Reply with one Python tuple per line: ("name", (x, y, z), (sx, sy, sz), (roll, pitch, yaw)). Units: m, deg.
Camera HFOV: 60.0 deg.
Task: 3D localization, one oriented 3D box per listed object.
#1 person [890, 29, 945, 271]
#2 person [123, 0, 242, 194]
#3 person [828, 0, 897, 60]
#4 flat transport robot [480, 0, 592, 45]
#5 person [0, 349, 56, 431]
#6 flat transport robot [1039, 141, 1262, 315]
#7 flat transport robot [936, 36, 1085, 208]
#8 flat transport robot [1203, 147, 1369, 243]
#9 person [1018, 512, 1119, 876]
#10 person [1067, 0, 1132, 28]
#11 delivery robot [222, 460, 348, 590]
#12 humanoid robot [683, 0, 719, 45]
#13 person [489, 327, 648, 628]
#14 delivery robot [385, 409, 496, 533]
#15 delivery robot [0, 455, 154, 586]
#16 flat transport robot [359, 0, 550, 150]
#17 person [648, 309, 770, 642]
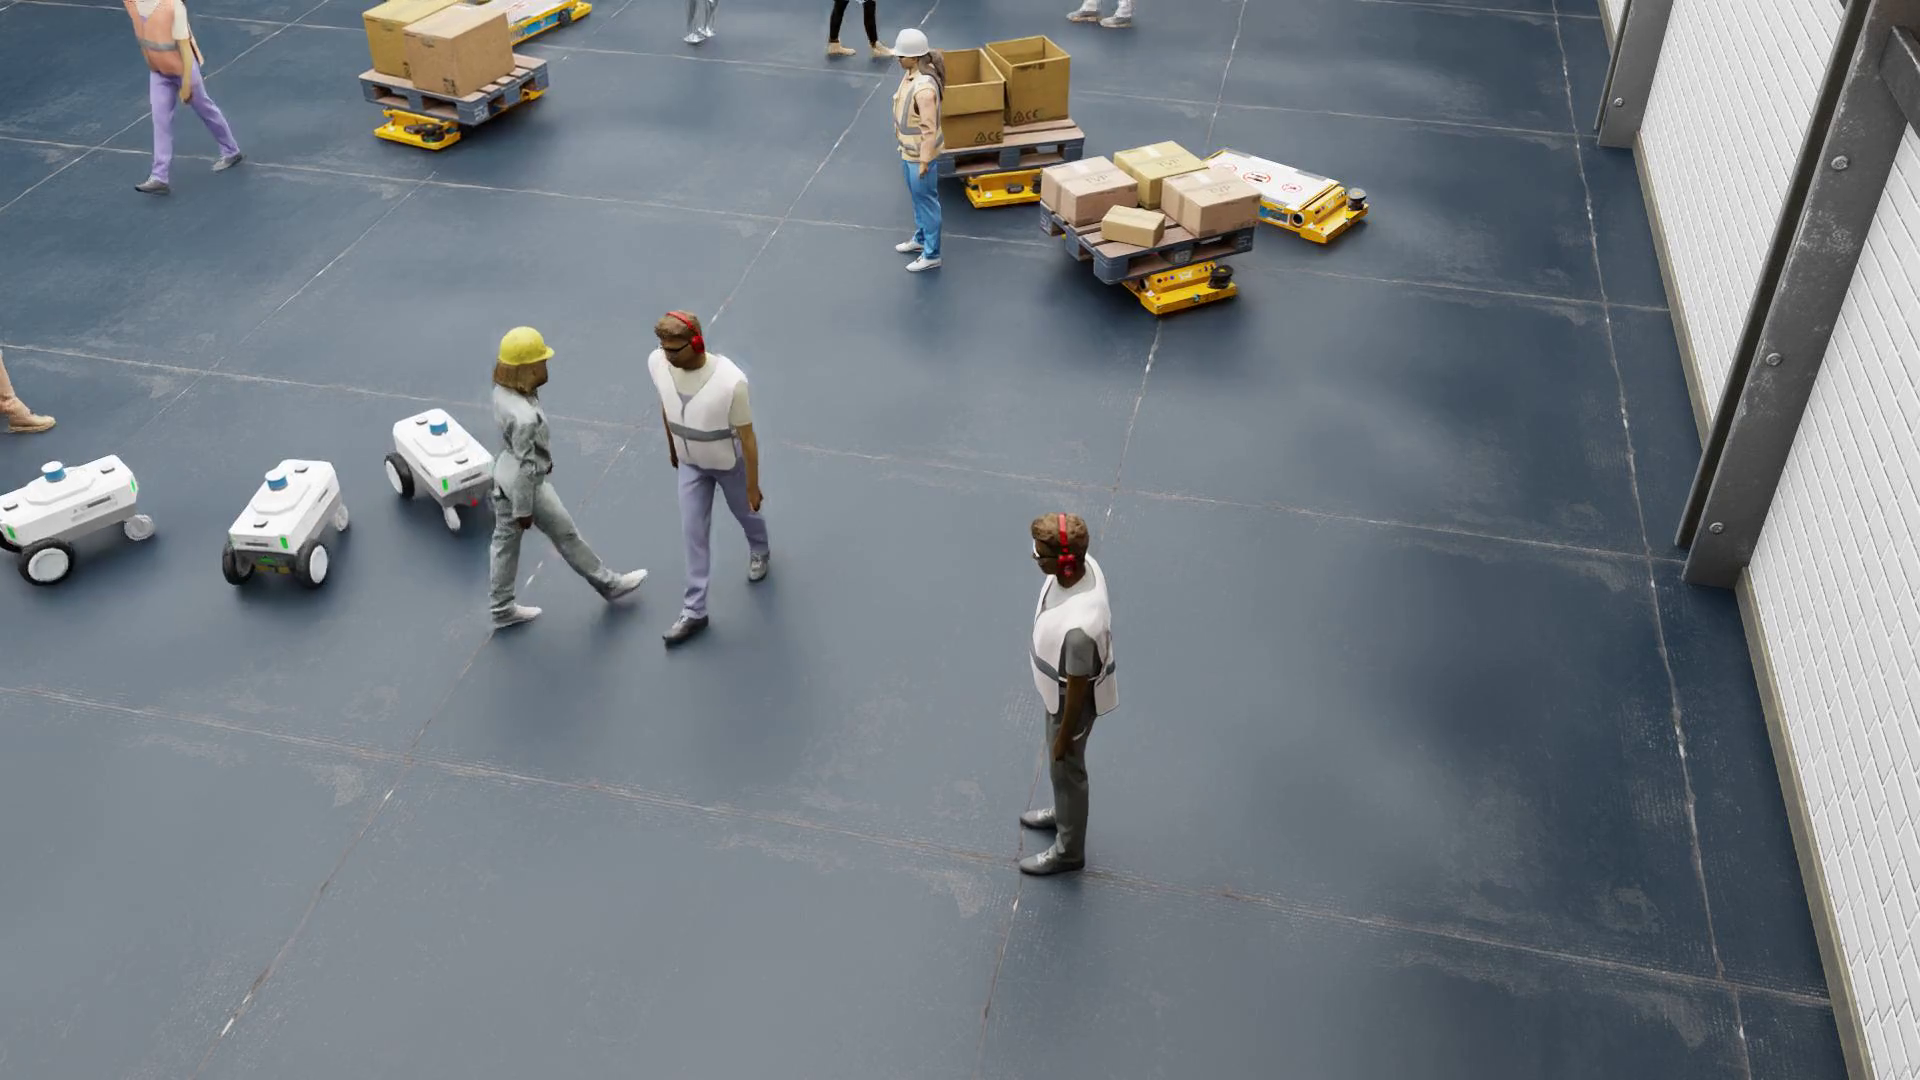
("person", (-0.285, -2.733, 11.657), (0.374, 1.727, 0.496), (-8, 38, -11))
("person", (-6.057, -3.561, 12.712), (0.582, 1.781, 1.011), (14, 39, 18))
("person", (-0.881, -5.139, 14.924), (0.759, 1.668, 0.552), (-4, 37, -6))
("flat transport robot", (-4.231, -4.973, 15.874), (0.659, 0.231, 1.431), (19, 41, 23))
("person", (-6.025, -1.329, 9.785), (0.747, 1.721, 0.475), (-5, 37, -7))
("flat transport robot", (1.323, -2.072, 11.991), (0.659, 0.231, 1.431), (-16, 40, -21))
("flat transport robot", (0.248, -3.057, 13.310), (0.659, 0.231, 1.431), (-9, 38, -12))
("flat transport robot", (2.348, -2.665, 12.785), (1.431, 0.231, 0.659), (26, 44, 30))
("person", (0.460, 0.651, 7.045), (0.409, 1.832, 0.566), (-1, 37, -1))
("person", (1.320, -5.701, 15.514), (0.750, 1.859, 0.612), (-3, 37, -4))
("delivery robot", (-3.690, -0.096, 9.122), (0.499, 0.611, 0.814), (4, 37, 5))
("humanoid robot", (-2.498, -5.454, 15.273), (0.535, 1.742, 0.790), (-22, 42, -27))
("person", (-2.100, -0.321, 8.447), (0.897, 1.692, 0.501), (-19, 41, -24))
("delivery robot", (-2.968, -0.445, 9.588), (0.499, 0.609, 0.805), (-26, 44, -30))
("delivery robot", (-4.938, -0.156, 9.180), (0.765, 0.585, 0.499), (-29, 46, -33))
("flat transport robot", (-4.255, -3.708, 14.180), (0.659, 0.231, 1.431), (17, 40, 21))
("person", (-1.267, -0.393, 8.488), (0.614, 1.782, 0.964), (14, 39, 18))
